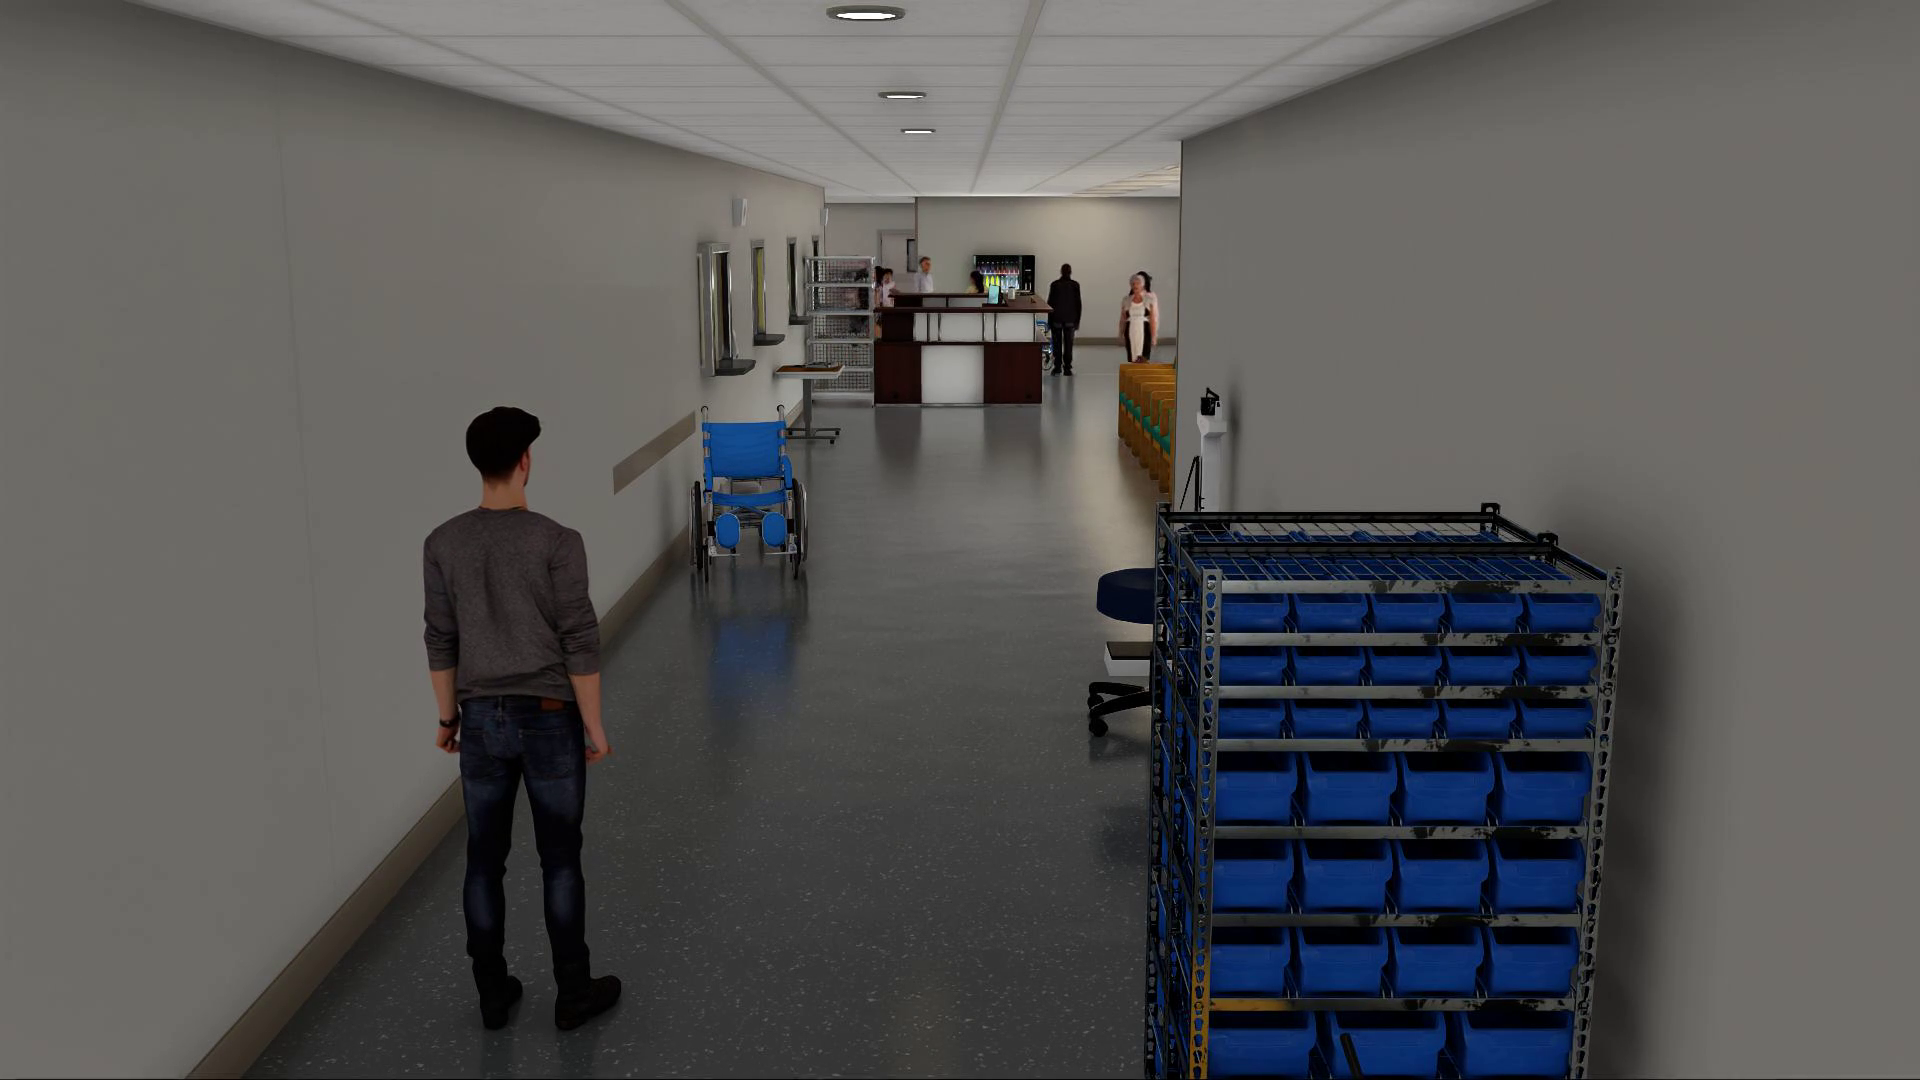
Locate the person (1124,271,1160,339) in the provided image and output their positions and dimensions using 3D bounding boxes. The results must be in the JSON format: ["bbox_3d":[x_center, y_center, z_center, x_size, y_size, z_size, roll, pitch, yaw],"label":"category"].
[{"bbox_3d":[2.686,-3.048,24.516,1.188,1.714,0.988,4,11,19],"label":"person"}]

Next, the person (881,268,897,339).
[{"bbox_3d":[-1.514,-4.867,34.578,0.613,1.537,0.634,-1,11,-5],"label":"person"}]

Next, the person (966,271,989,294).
[{"bbox_3d":[0.317,-4.005,29.784,0.638,1.630,0.777,-5,12,-23],"label":"person"}]

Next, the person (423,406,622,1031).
[{"bbox_3d":[-1.340,0.549,5.045,0.544,1.906,0.776,1,11,6],"label":"person"}]

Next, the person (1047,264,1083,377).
[{"bbox_3d":[1.681,-3.578,27.075,0.623,1.802,0.791,1,11,5],"label":"person"}]

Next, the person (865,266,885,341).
[{"bbox_3d":[-1.380,-3.890,28.934,0.712,1.721,0.689,-3,11,-15],"label":"person"}]

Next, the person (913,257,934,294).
[{"bbox_3d":[-0.779,-4.648,32.792,1.144,1.772,1.156,-9,14,-40],"label":"person"}]

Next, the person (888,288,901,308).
[{"bbox_3d":[-1.176,-4.018,30.842,0.925,1.261,0.721,5,12,24],"label":"person"}]

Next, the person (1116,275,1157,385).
[{"bbox_3d":[2.508,-2.806,23.181,0.755,1.736,0.834,4,11,18],"label":"person"}]
